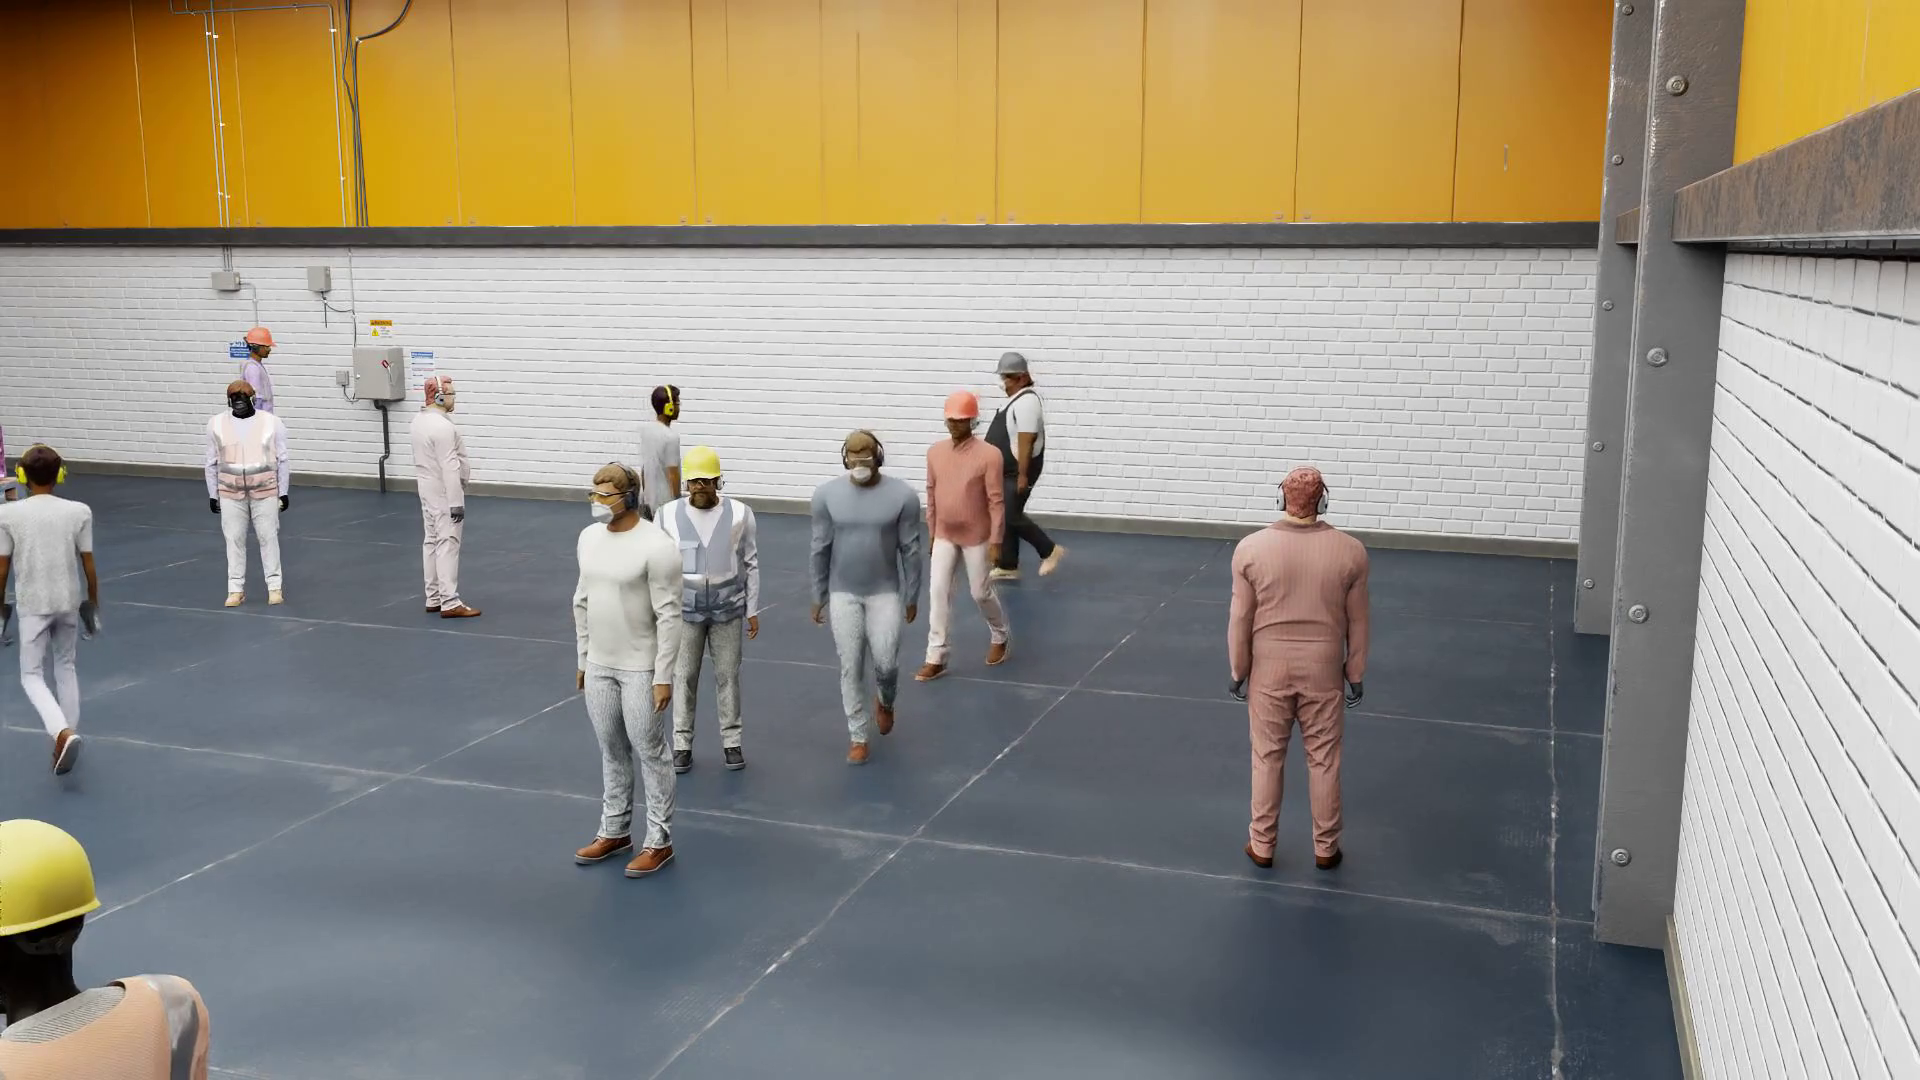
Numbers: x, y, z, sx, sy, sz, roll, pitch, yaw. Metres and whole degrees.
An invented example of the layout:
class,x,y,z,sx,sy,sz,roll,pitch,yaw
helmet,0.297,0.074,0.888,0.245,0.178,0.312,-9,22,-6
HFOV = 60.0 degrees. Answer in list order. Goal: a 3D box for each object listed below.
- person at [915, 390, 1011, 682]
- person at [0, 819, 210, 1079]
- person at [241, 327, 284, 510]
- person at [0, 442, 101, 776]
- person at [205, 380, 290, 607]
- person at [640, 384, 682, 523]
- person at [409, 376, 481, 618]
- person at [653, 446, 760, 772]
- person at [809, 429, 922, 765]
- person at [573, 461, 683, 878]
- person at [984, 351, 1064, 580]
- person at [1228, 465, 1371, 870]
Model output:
class,x,y,z,sx,sy,sz,roll,pitch,yaw
person,0.032,-0.055,11.358,0.632,1.964,0.903,6,12,29
person,-1.613,1.440,3.027,0.384,1.925,0.593,4,11,22
person,-7.693,-1.326,18.340,0.408,2.029,0.614,-4,11,-23
person,-5.019,0.392,9.165,0.532,1.850,0.641,-9,14,-42
person,-5.781,-0.379,13.513,0.633,1.842,0.429,-3,10,-16
person,-2.319,-0.270,12.857,0.463,1.860,0.509,-8,13,-37
person,-4.059,-0.340,13.111,0.409,1.907,0.651,-8,13,-37
person,-1.411,0.383,9.246,0.603,1.830,0.404,-2,10,-10
person,-0.534,0.301,9.510,0.632,1.911,0.569,0,10,1
person,-1.559,0.595,7.759,0.630,1.940,0.372,7,12,33
person,0.500,-0.636,14.401,0.641,2.000,0.695,-2,10,-10
person,1.583,0.600,7.819,0.652,1.906,0.403,1,10,7
